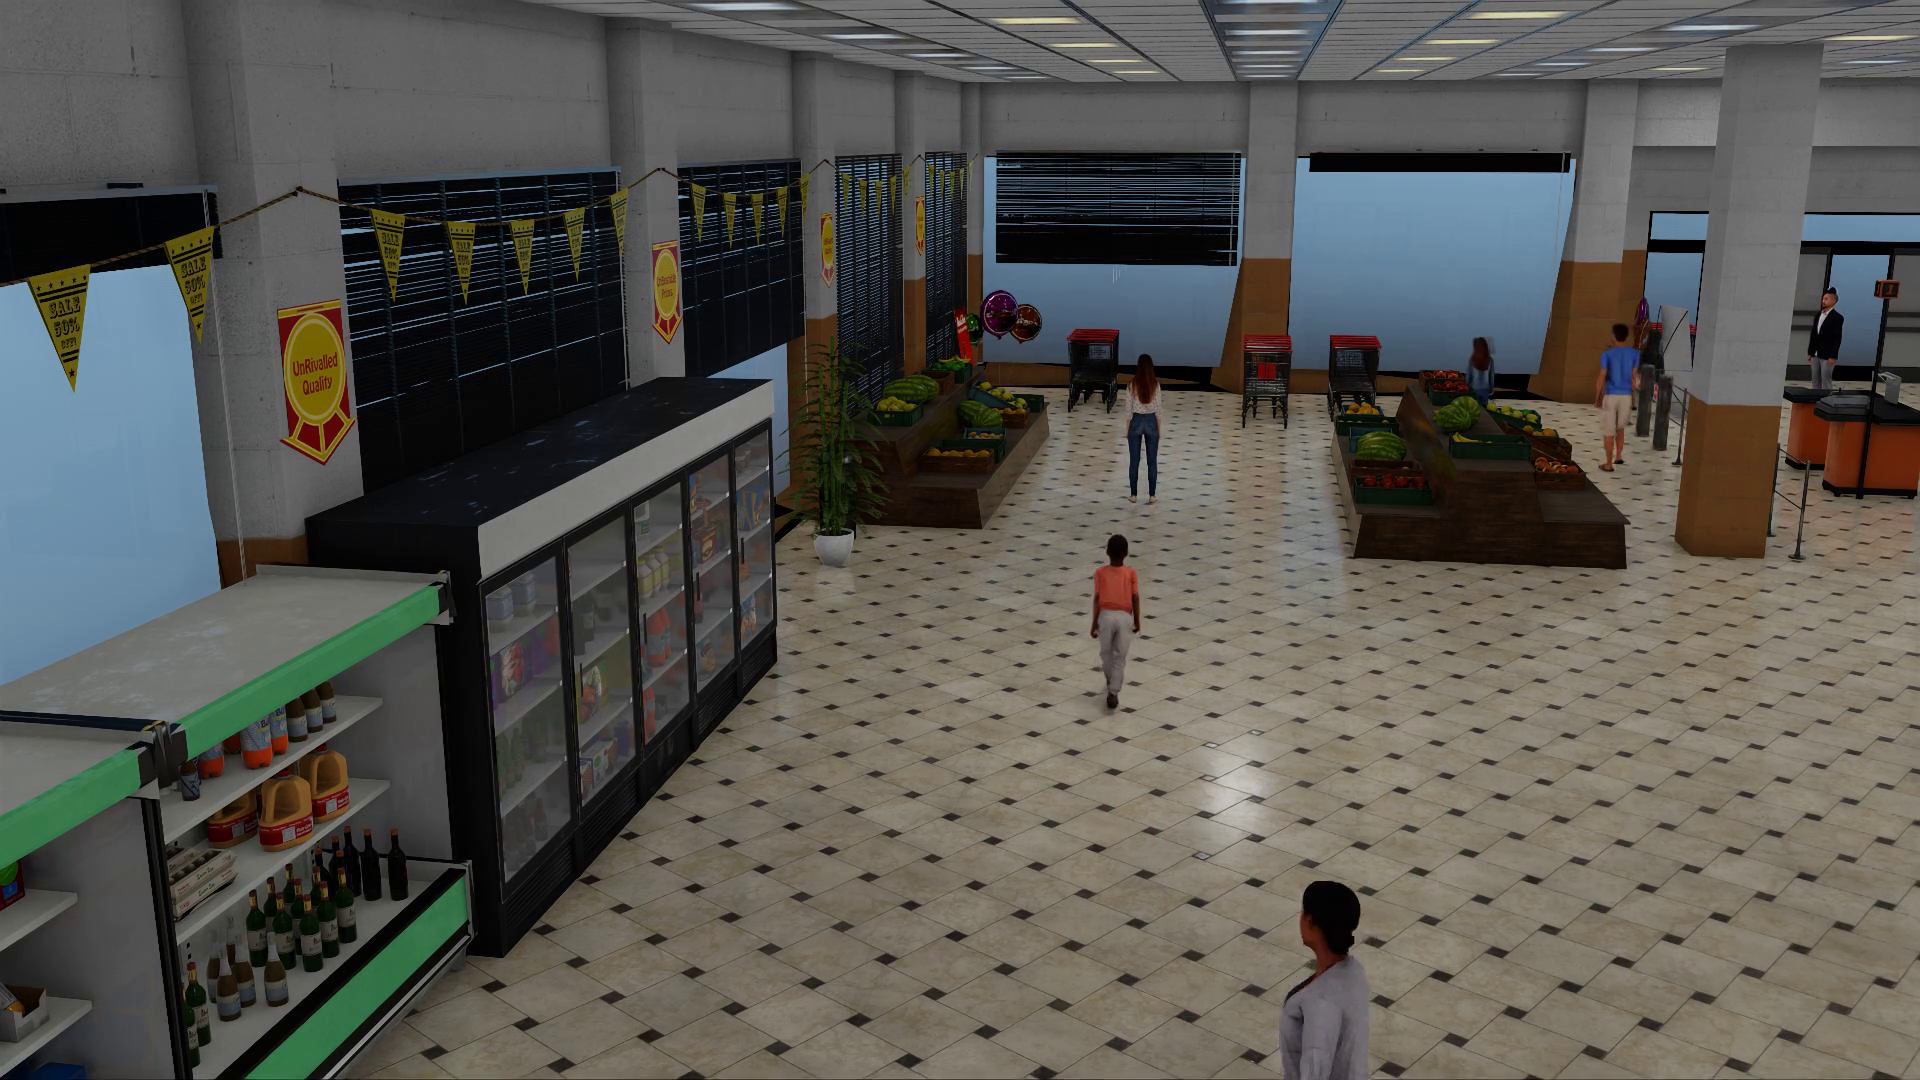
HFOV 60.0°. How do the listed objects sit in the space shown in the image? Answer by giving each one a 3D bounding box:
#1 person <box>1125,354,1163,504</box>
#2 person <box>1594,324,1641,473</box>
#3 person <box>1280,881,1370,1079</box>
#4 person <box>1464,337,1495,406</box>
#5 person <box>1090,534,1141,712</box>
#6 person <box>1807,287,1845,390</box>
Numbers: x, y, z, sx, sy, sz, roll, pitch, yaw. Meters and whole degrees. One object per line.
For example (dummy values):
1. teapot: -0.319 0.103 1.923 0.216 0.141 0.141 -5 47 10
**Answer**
1. person: 2.123 -1.295 19.222 0.585 1.728 0.526 1 14 5
2. person: 8.310 -1.770 20.927 0.709 1.848 0.730 0 14 -2
3. person: 1.239 2.019 5.580 0.874 1.719 0.585 2 14 8
4. person: 7.177 -2.057 22.928 0.695 1.462 0.631 0 14 2
5. person: 1.141 0.625 12.254 0.500 1.281 0.873 3 14 10
6. person: 13.074 -2.843 25.136 0.851 1.950 0.685 -3 14 -13
